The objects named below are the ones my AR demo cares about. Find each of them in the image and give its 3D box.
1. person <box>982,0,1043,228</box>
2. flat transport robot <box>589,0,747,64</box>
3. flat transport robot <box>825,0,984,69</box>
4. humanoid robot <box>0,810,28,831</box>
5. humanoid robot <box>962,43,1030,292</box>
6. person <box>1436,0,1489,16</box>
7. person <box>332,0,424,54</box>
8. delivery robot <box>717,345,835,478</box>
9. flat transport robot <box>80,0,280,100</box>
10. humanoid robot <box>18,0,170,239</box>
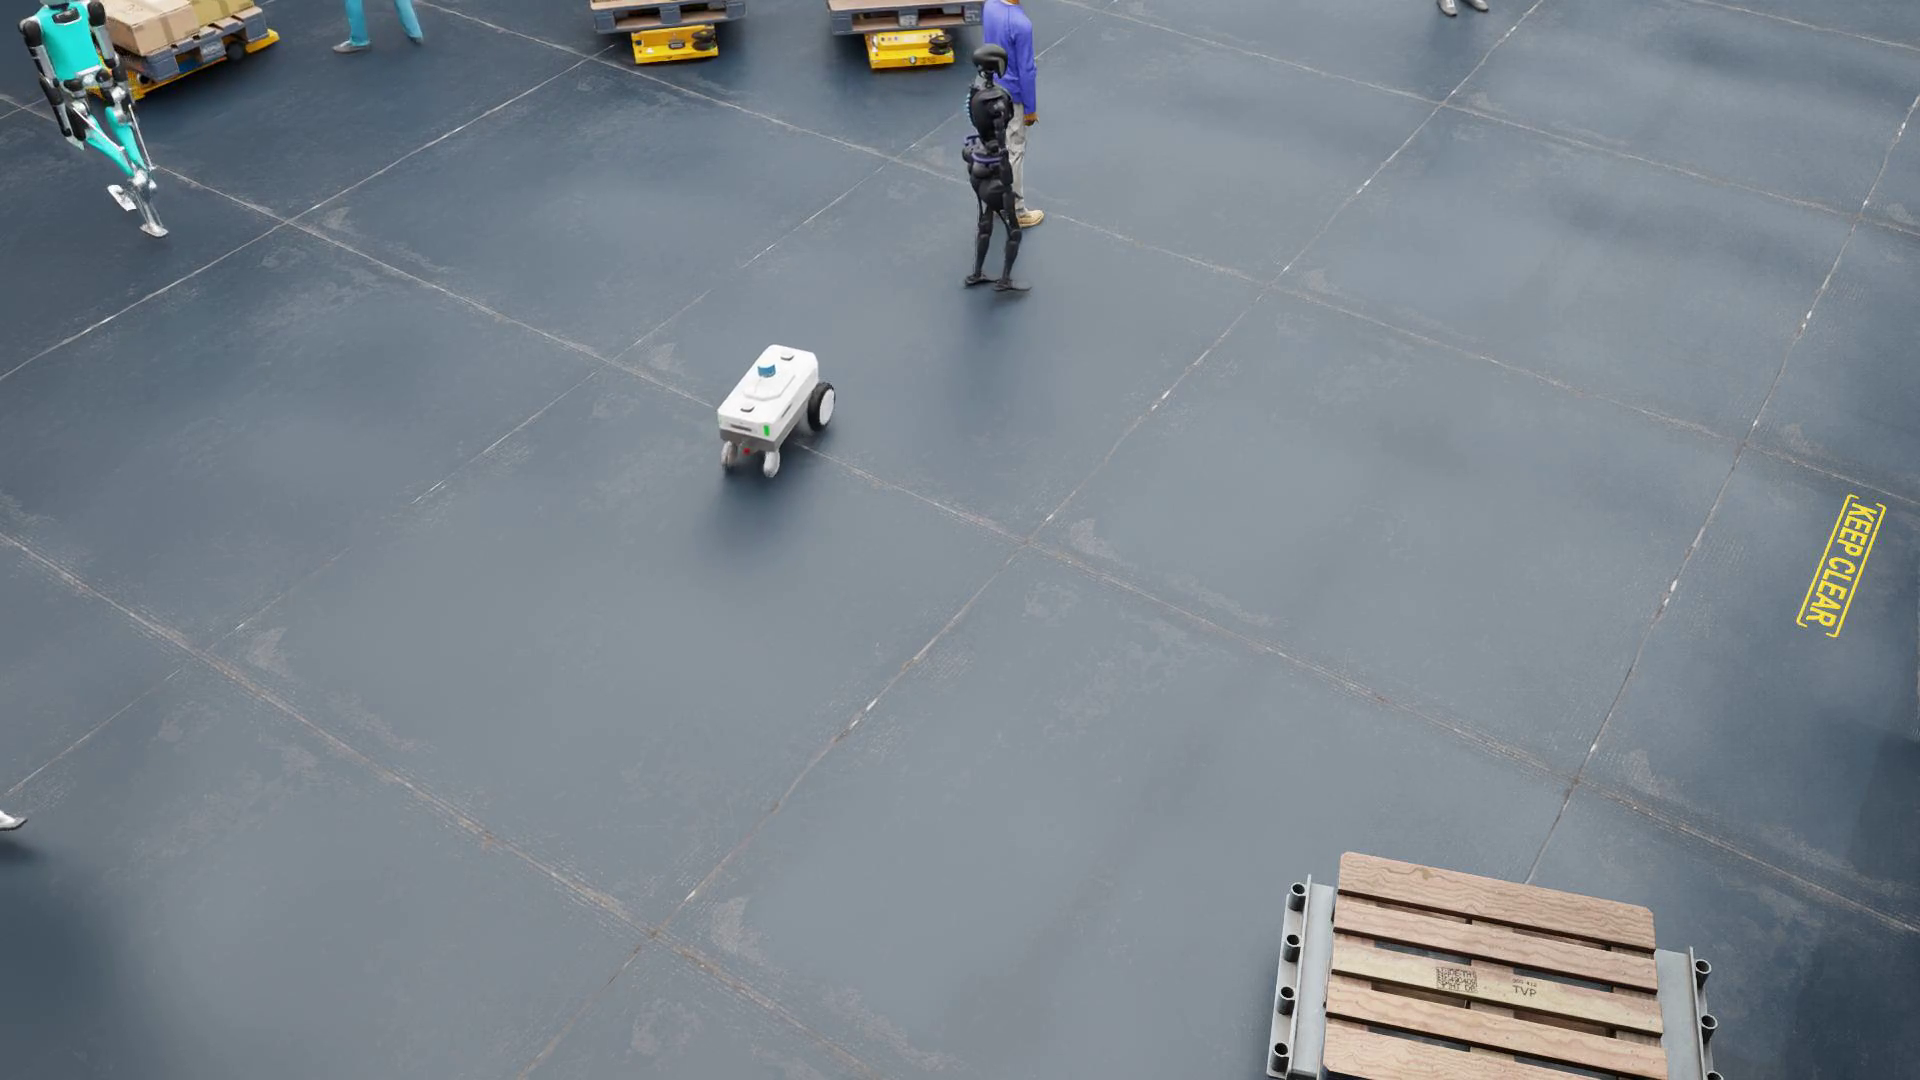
[{"bbox_3d":[0.338,-2.918,10.844,0.342,1.873,0.459,-27,48,-27],"label":"person"},{"bbox_3d":[-2.395,-4.304,13.596,0.659,0.231,1.431,-9,43,-10],"label":"flat transport robot"},{"bbox_3d":[-0.481,-4.247,13.532,0.659,0.231,1.431,-6,42,-7],"label":"flat transport robot"},{"bbox_3d":[-4.576,0.568,7.042,1.007,1.717,0.578,17,45,18],"label":"humanoid robot"},{"bbox_3d":[0.218,-2.297,10.291,0.383,1.656,0.583,-11,43,-12],"label":"humanoid robot"},{"bbox_3d":[4.222,-5.173,13.333,0.538,1.924,0.474,-12,43,-14],"label":"person"},{"bbox_3d":[-4.651,-4.654,12.845,0.681,1.802,0.584,5,42,6],"label":"person"},{"bbox_3d":[-1.074,-0.776,9.424,0.499,0.584,0.783,14,44,15],"label":"delivery robot"},{"bbox_3d":[-6.174,-3.845,13.082,0.659,0.231,1.431,27,48,27],"label":"flat transport robot"},{"bbox_3d":[-5.466,-2.706,10.694,0.987,1.732,0.548,28,49,27],"label":"humanoid robot"}]
